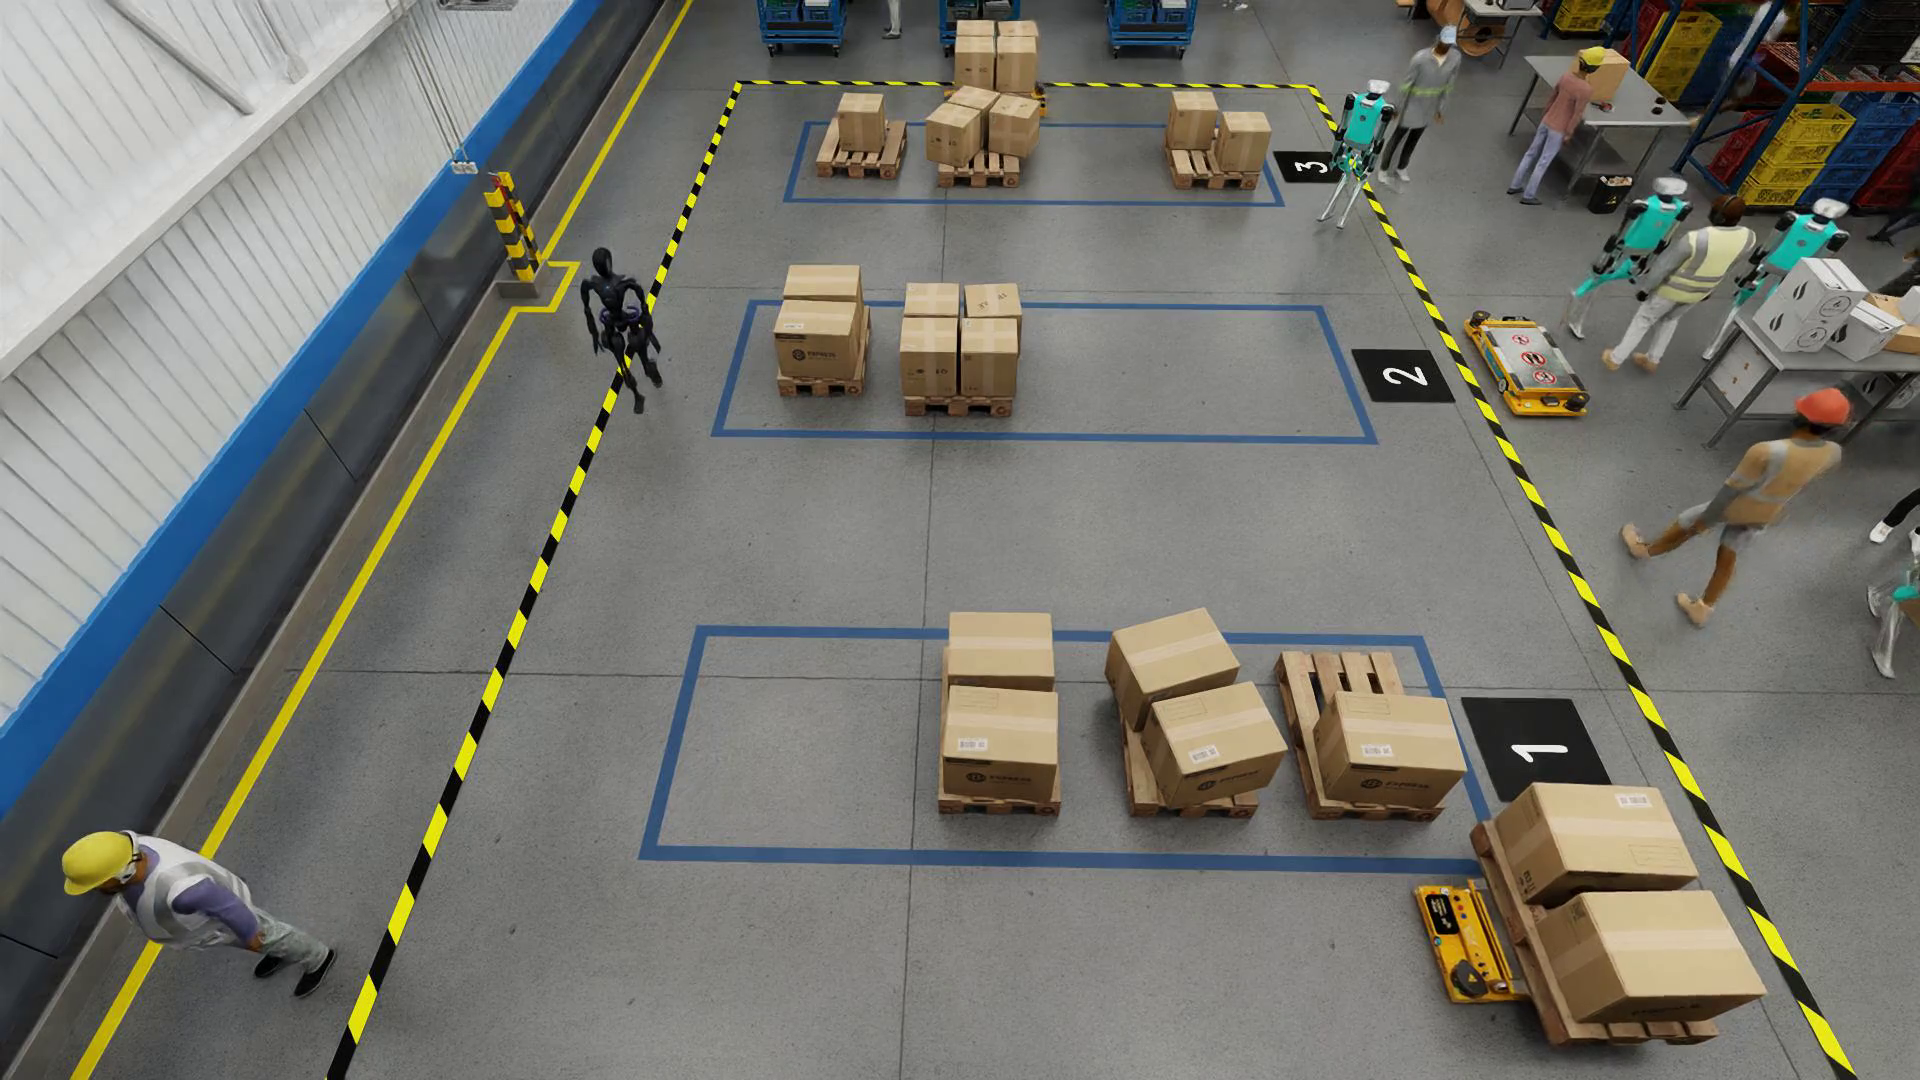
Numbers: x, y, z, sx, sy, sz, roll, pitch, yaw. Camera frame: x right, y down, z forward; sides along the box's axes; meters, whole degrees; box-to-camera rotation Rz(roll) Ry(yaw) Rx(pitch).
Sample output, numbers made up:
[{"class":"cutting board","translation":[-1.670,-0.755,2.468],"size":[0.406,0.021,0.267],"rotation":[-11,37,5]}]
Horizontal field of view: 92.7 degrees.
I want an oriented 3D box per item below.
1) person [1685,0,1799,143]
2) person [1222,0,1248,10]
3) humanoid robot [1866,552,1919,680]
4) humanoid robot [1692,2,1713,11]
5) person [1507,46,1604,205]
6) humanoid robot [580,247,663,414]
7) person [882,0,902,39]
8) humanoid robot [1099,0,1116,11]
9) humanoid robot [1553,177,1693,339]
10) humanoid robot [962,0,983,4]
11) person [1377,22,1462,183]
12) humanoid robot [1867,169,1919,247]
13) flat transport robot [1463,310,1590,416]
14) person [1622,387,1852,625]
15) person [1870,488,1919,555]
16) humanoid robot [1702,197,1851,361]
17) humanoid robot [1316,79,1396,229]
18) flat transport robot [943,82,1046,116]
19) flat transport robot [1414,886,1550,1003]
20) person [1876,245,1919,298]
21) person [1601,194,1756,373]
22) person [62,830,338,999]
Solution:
[{"class":"person","translation":[9.944,-6.049,11.608],"size":[0.494,2.025,0.601],"rotation":[7,49,6]},{"class":"person","translation":[4.626,-9.600,14.866],"size":[0.295,1.743,0.487],"rotation":[-36,58,-27]},{"class":"humanoid robot","translation":[7.014,0.136,6.478],"size":[0.543,1.774,1.033],"rotation":[12,50,11]},{"class":"humanoid robot","translation":[10.663,-7.812,13.399],"size":[0.780,1.629,0.611],"rotation":[-7,49,-6]},{"class":"person","translation":[6.989,-4.838,10.729],"size":[0.329,1.768,0.524],"rotation":[-9,50,-8]},{"class":"humanoid robot","translation":[-3.044,-1.923,8.268],"size":[0.601,1.636,0.493],"rotation":[-7,50,-6]},{"class":"person","translation":[-1.053,-8.696,14.016],"size":[0.378,1.844,0.568],"rotation":[3,49,2]},{"class":"humanoid robot","translation":[2.536,-9.220,14.546],"size":[1.022,1.735,0.543],"rotation":[34,57,26]},{"class":"humanoid robot","translation":[6.380,-2.726,8.968],"size":[0.545,1.864,0.695],"rotation":[3,49,3]},{"class":"humanoid robot","translation":[0.226,-9.148,14.556],"size":[0.774,1.634,0.603],"rotation":[7,49,6]},{"class":"person","translation":[5.526,-5.203,10.989],"size":[0.596,1.850,0.395],"rotation":[-2,49,-2]},{"class":"humanoid robot","translation":[10.781,-4.018,10.081],"size":[0.331,1.650,0.590],"rotation":[6,49,5]},{"class":"flat transport robot","translation":[5.573,-1.757,9.054],"size":[0.659,0.231,1.431],"rotation":[1,49,1]},{"class":"person","translation":[5.665,-0.294,6.647],"size":[0.620,2.037,0.639],"rotation":[3,49,2]},{"class":"person","translation":[7.895,-0.590,6.984],"size":[0.517,1.873,0.335],"rotation":[27,54,22]},{"class":"humanoid robot","translation":[7.689,-2.433,8.679],"size":[0.661,1.814,0.539],"rotation":[-34,57,-26]},{"class":"humanoid robot","translation":[4.483,-4.351,10.240],"size":[0.533,1.677,0.735],"rotation":[33,57,25]},{"class":"flat transport robot","translation":[0.486,-6.223,12.901],"size":[1.431,0.197,0.652],"rotation":[1,49,1]},{"class":"flat transport robot","translation":[3.561,2.371,5.463],"size":[1.431,0.197,0.652],"rotation":[-1,49,-1]},{"class":"person","translation":[9.412,-2.656,8.811],"size":[0.822,1.816,0.517],"rotation":[22,53,18]},{"class":"person","translation":[6.686,-2.329,8.517],"size":[0.642,1.828,0.429],"rotation":[1,49,1]},{"class":"person","translation":[-3.935,1.963,4.800],"size":[0.599,1.829,0.404],"rotation":[18,52,15]}]
